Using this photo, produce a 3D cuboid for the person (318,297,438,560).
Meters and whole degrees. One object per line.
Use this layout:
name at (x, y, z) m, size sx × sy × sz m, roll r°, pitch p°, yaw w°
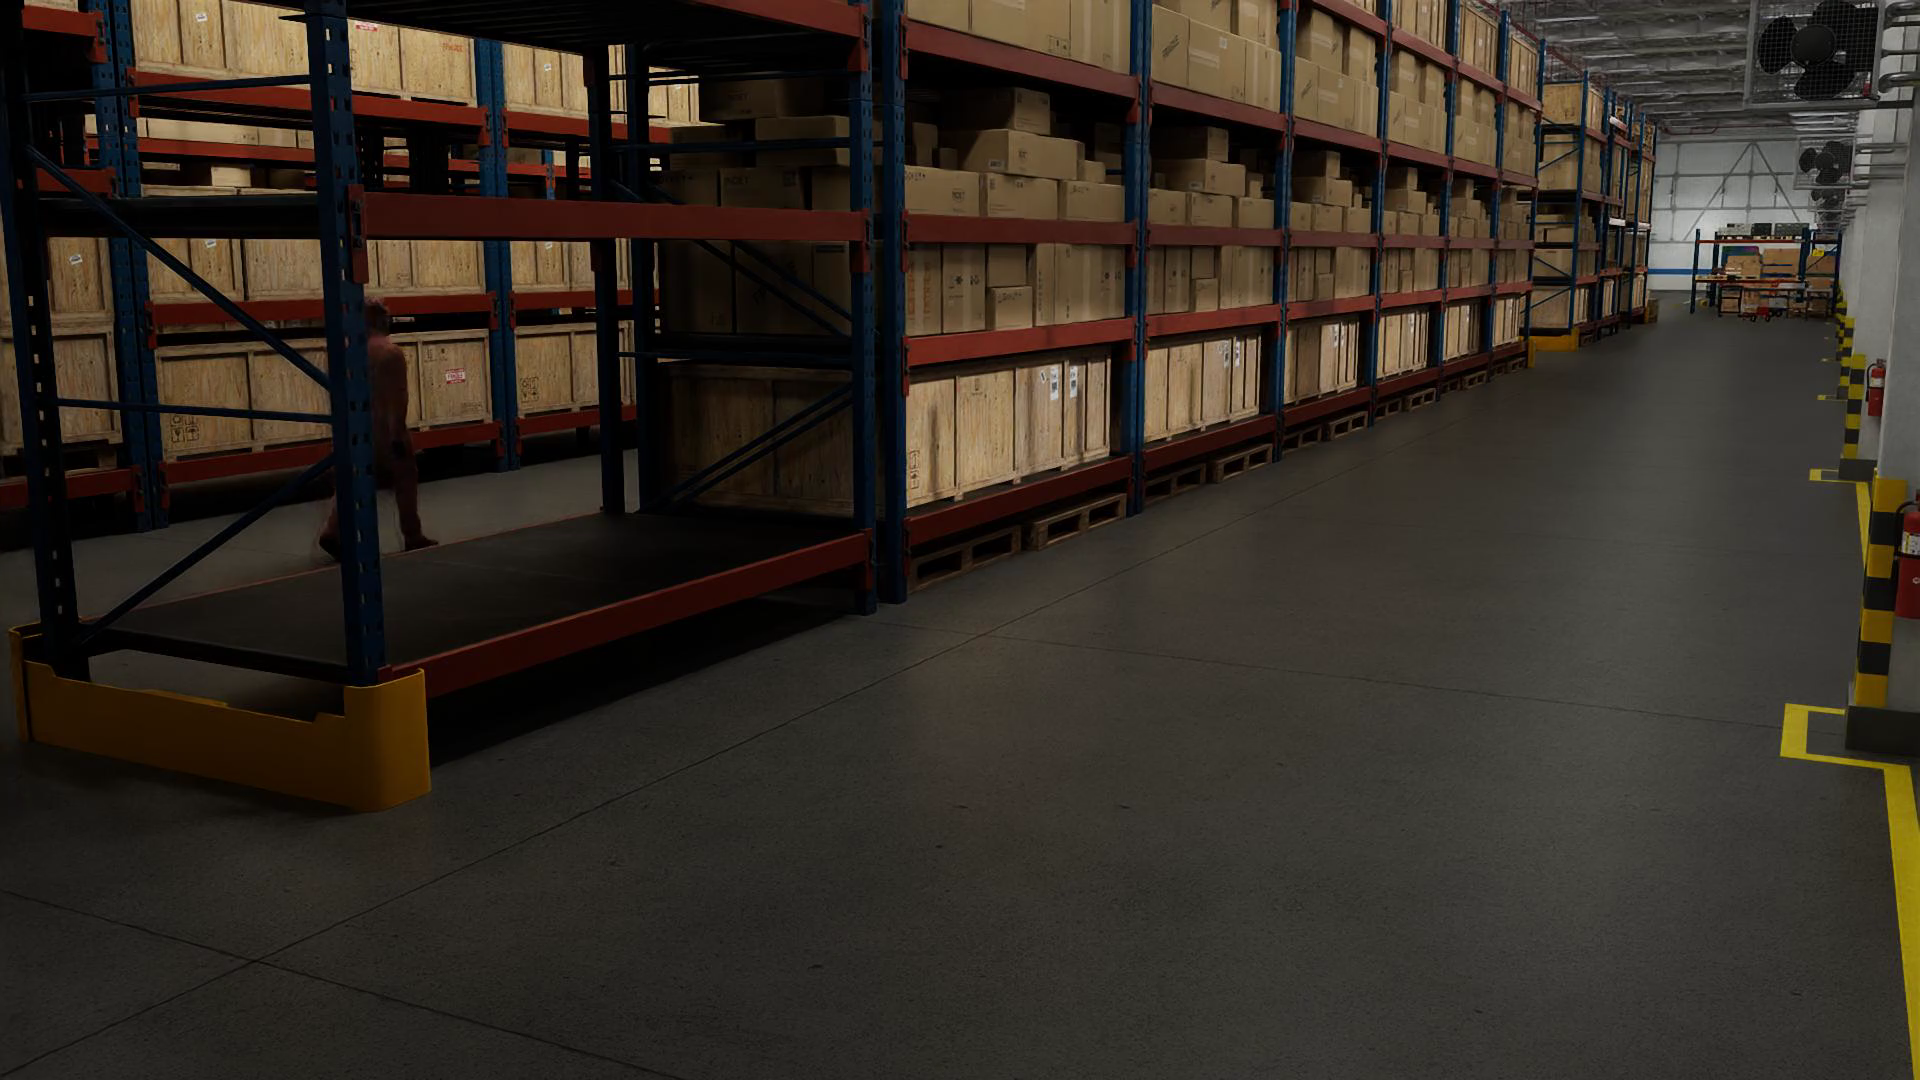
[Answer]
person at (-4.207, -0.796, 11.881) m, size 0.652 × 1.875 × 0.927 m, roll 5°, pitch 11°, yaw 26°
